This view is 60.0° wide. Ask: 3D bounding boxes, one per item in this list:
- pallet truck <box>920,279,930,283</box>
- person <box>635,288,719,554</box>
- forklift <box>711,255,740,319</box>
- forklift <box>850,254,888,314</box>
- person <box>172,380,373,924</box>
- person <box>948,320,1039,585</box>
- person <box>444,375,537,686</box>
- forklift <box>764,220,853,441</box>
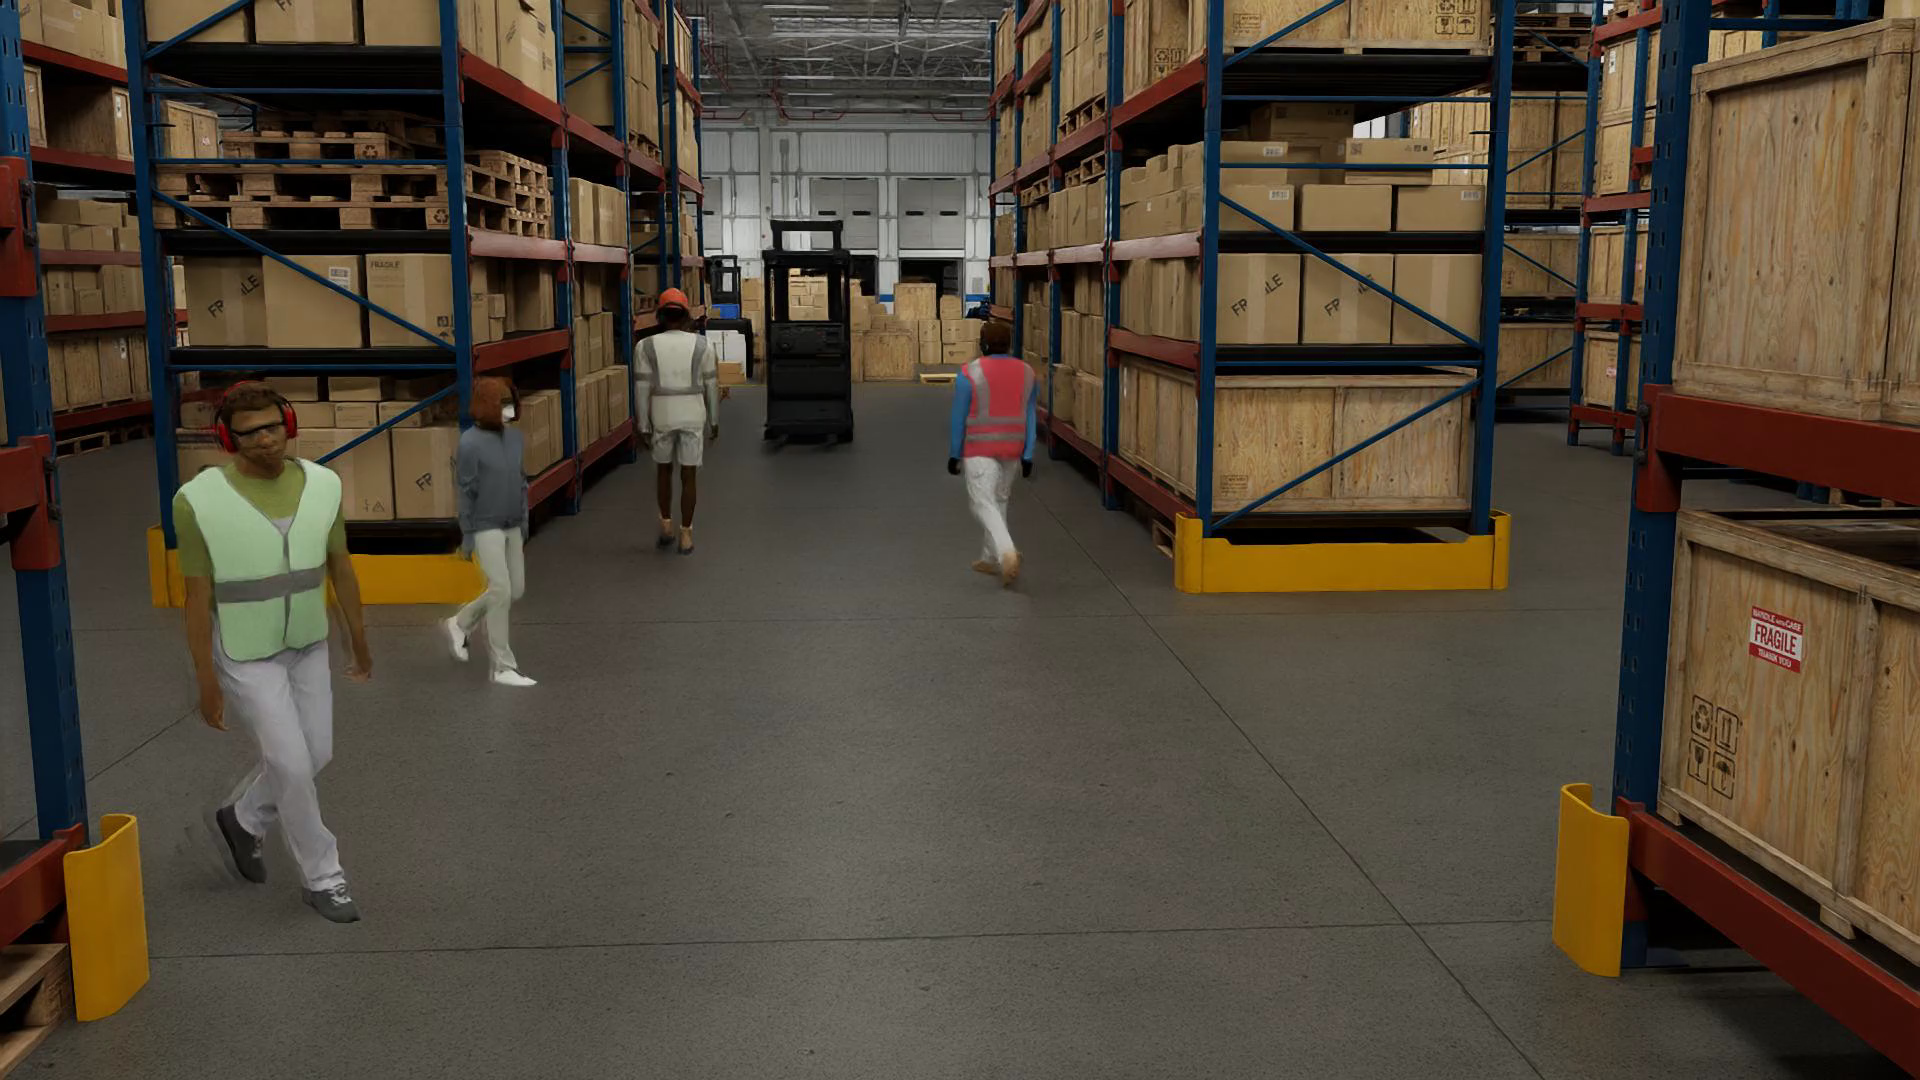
[{"bbox_3d":[-0.932,-8.922,63.114,1.885,1.965,0.823,2,9,13],"label":"pallet truck"},{"bbox_3d":[-2.171,-0.926,12.859,0.620,2.005,0.850,-1,9,-7],"label":"person"},{"bbox_3d":[-8.400,-8.786,59.500,1.129,2.768,1.873,-1,9,-4],"label":"forklift"},{"bbox_3d":[-3.336,-8.384,56.975,1.129,2.768,1.873,-5,10,-30],"label":"forklift"},{"bbox_3d":[-2.312,0.360,5.482,0.716,1.796,0.660,7,11,37],"label":"person"},{"bbox_3d":[0.260,-0.606,11.463,0.621,1.818,0.822,-5,10,-28],"label":"person"},{"bbox_3d":[-2.473,-0.055,8.661,0.607,1.618,0.505,4,10,23],"label":"person"},{"bbox_3d":[-1.973,-2.762,21.670,1.129,2.768,1.873,-1,9,-4],"label":"forklift"}]
